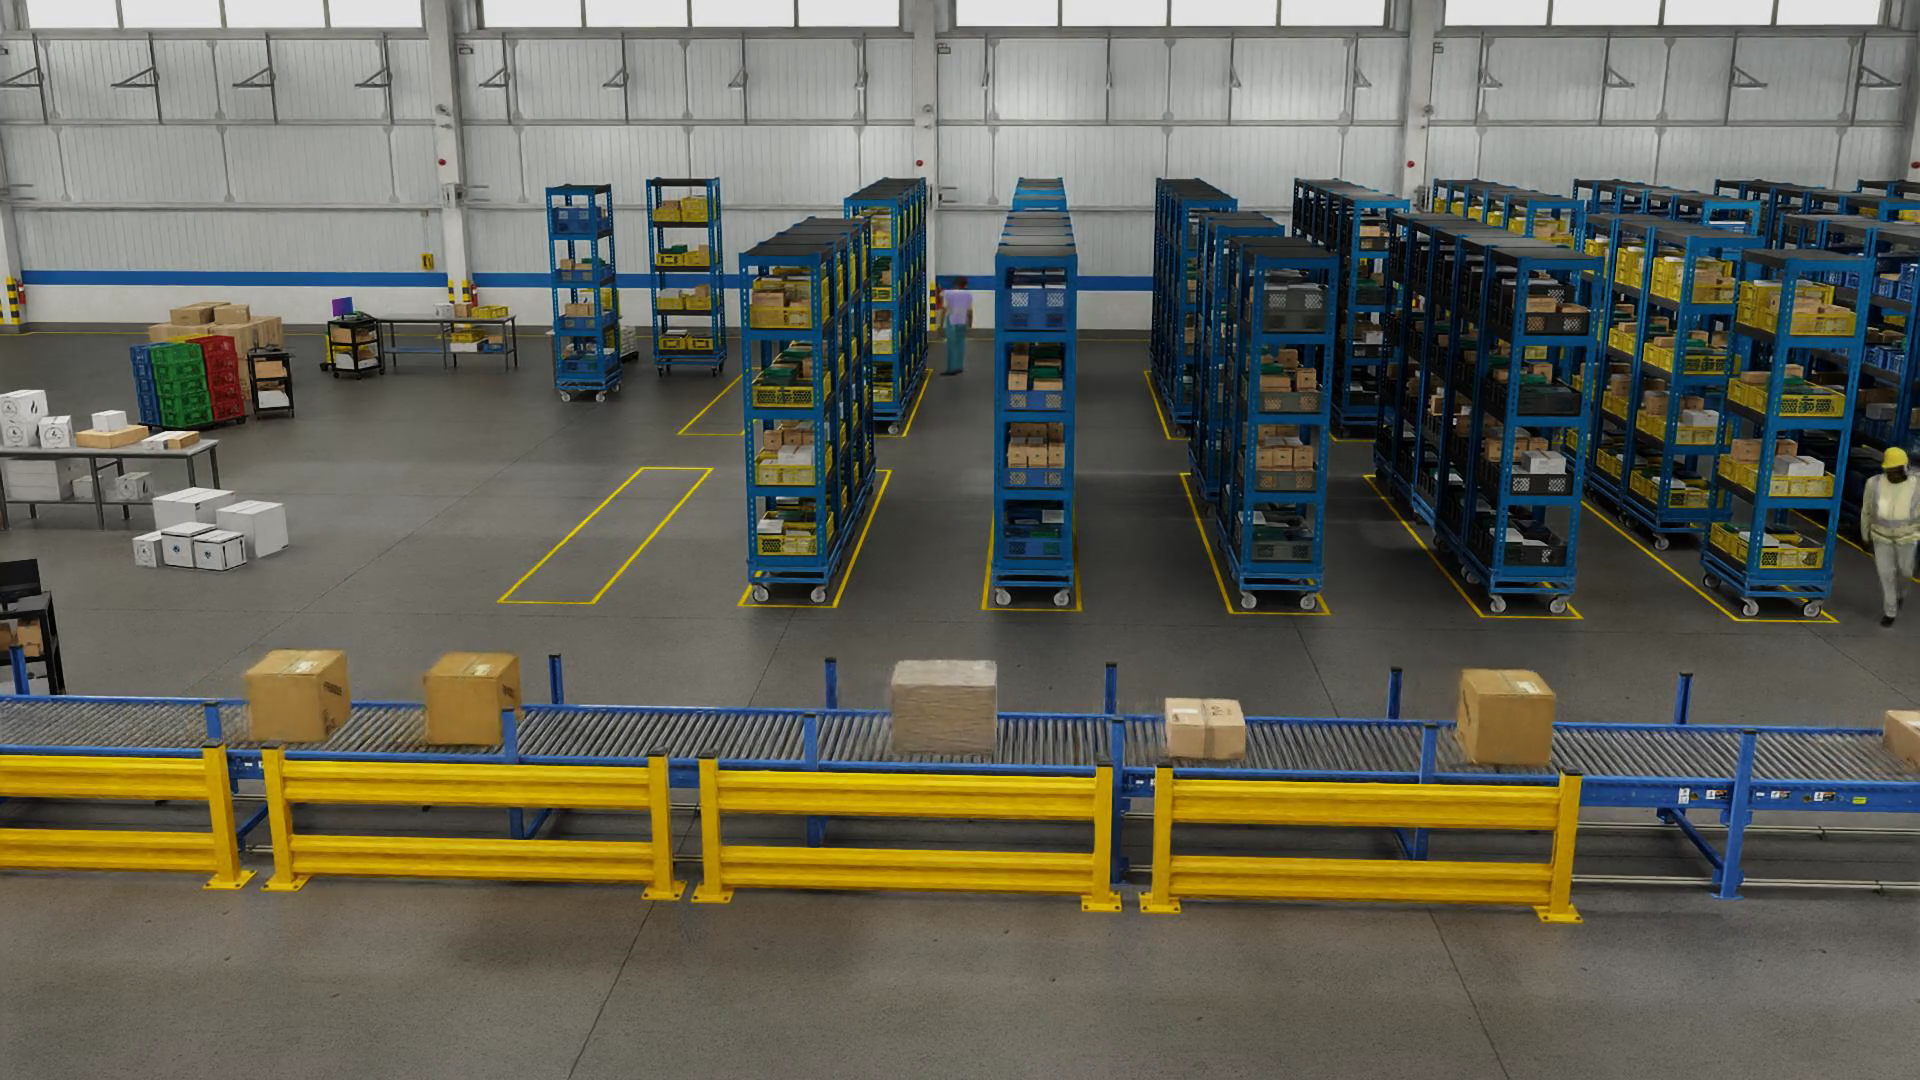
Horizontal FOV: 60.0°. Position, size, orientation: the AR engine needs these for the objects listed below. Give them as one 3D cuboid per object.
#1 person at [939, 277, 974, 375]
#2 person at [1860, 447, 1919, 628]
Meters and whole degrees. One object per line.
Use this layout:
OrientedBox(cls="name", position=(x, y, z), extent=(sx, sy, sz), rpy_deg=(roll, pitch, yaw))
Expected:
OrientedBox(cls="person", position=(-0.087, -3.966, 30.858), extent=(0.726, 1.805, 0.422), rpy_deg=(-4, 16, -16))
OrientedBox(cls="person", position=(9.241, -0.064, 16.399), extent=(0.671, 1.786, 0.726), rpy_deg=(11, 19, 35))
